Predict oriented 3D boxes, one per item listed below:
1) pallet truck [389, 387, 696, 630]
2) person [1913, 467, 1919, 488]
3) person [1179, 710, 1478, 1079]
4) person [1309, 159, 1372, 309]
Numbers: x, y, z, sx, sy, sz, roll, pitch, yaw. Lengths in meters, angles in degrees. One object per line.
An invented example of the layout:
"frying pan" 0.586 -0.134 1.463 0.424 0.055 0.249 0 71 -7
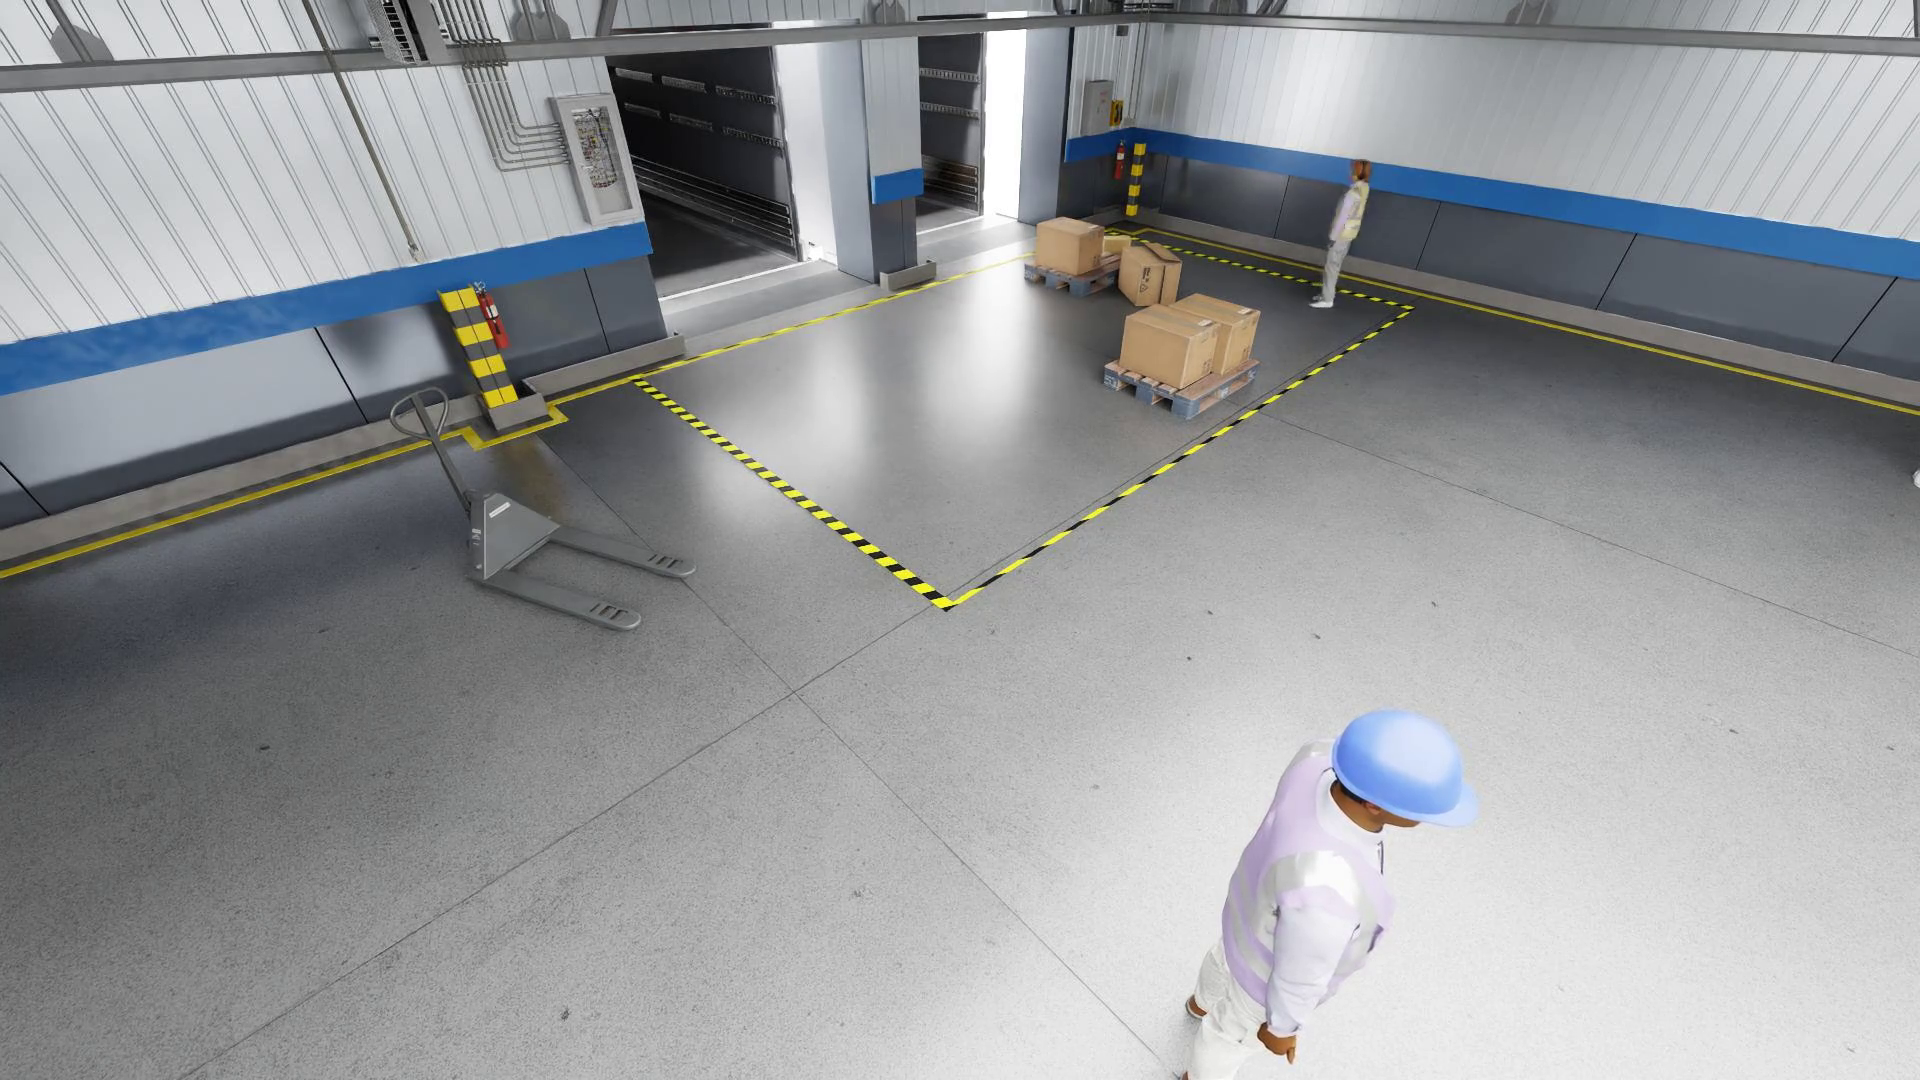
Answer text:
"pallet truck" -2.613 -0.247 4.593 1.601 1.201 0.680 14 40 17
"person" 7.812 -1.093 5.274 0.489 1.742 0.321 15 40 18
"person" 0.968 1.172 2.177 0.386 1.949 0.603 14 40 18
"person" 4.438 -3.527 8.521 0.325 1.629 0.553 28 46 32
